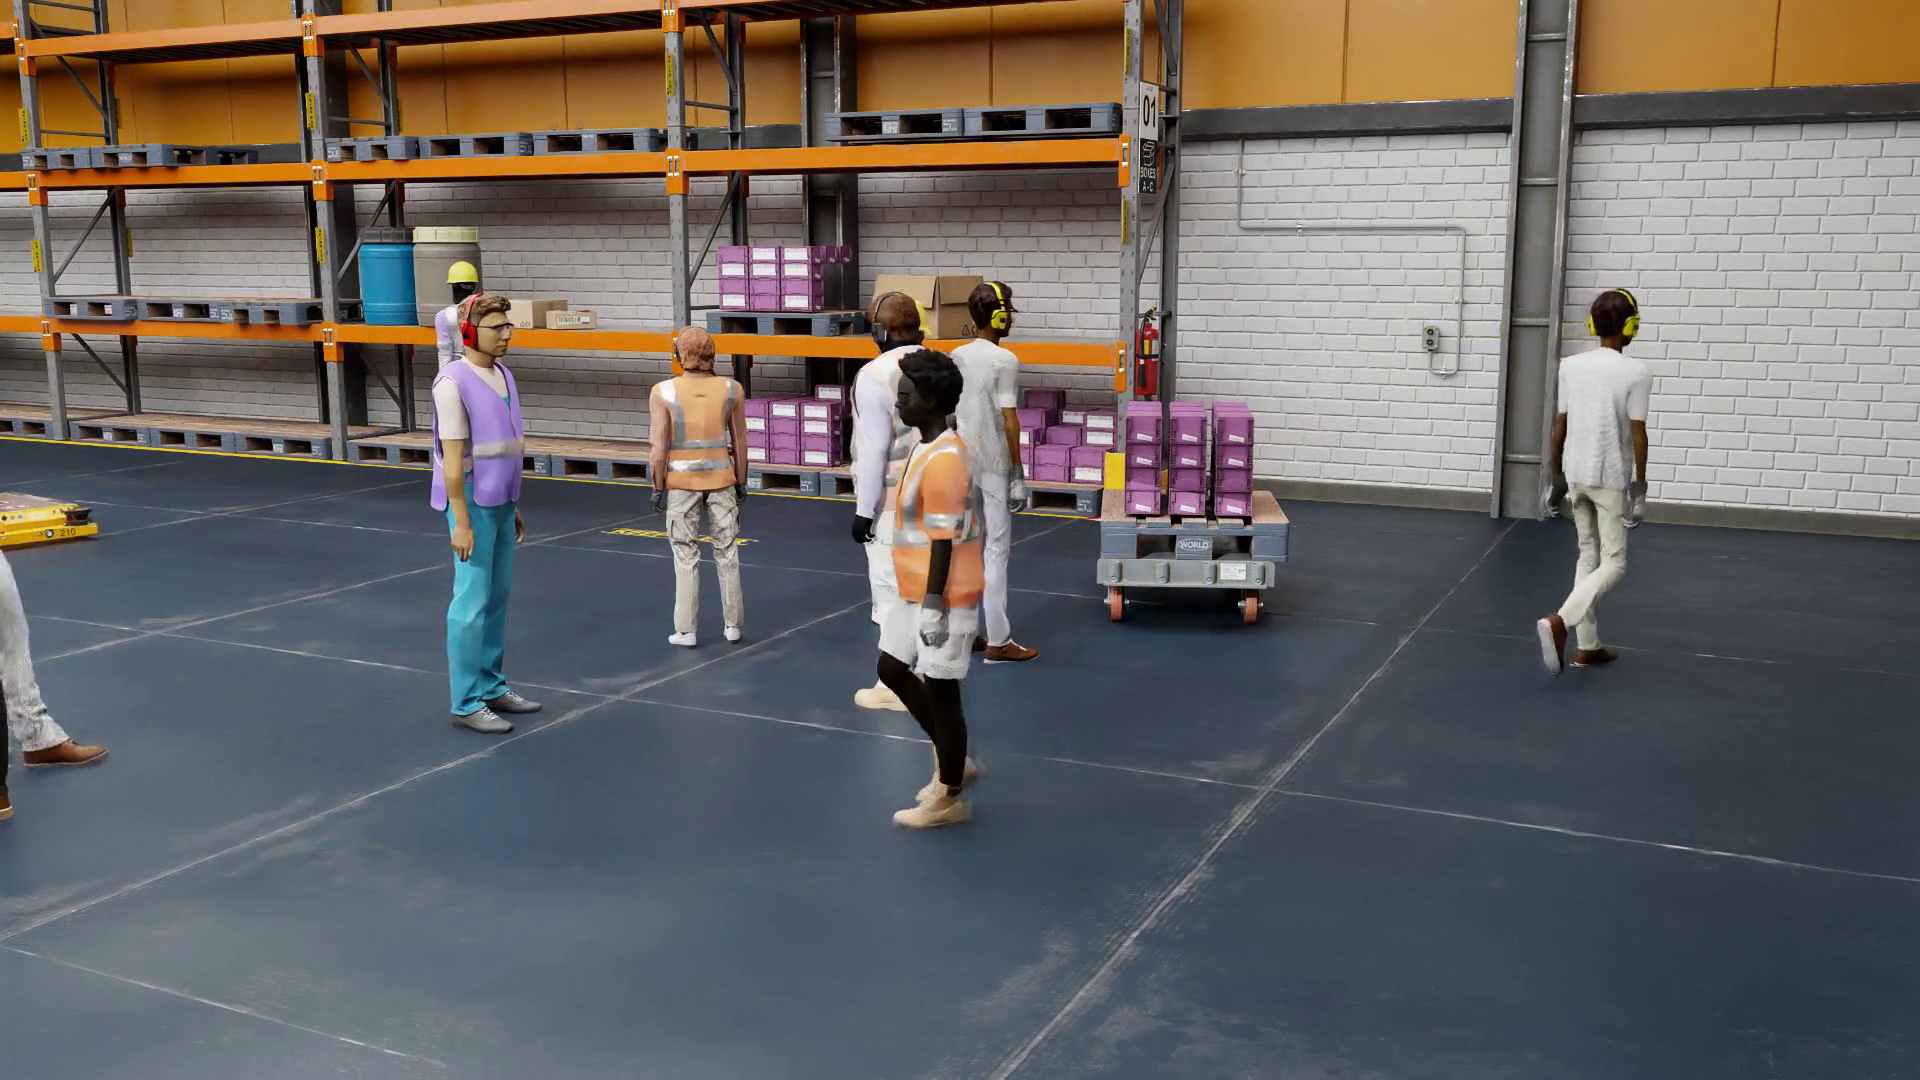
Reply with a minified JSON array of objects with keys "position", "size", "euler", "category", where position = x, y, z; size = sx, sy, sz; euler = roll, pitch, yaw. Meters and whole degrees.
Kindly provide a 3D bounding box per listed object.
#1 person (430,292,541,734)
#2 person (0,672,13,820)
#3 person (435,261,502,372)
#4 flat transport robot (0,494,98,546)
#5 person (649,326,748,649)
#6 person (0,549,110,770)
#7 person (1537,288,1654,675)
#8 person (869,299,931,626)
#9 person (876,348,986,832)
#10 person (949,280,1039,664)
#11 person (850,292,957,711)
[{"position":[-2.034,-0.119,7.054],"size":[0.373,1.843,0.569],"euler":[1,10,8],"category":"person"},{"position":[-3.507,0.055,5.628],"size":[0.378,1.995,0.609],"euler":[-1,10,-6],"category":"person"},{"position":[-3.888,-1.230,13.178],"size":[0.362,1.928,0.587],"euler":[7,12,37],"category":"person"},{"position":[-6.797,-0.162,11.805],"size":[1.431,0.197,0.652],"euler":[8,12,37],"category":"flat transport robot"},{"position":[-1.325,-0.264,8.470],"size":[0.523,1.638,0.311],"euler":[-5,11,-26],"category":"person"},{"position":[-3.879,0.008,6.221],"size":[1.014,1.895,0.646],"euler":[-3,10,-18],"category":"person"},{"position":[2.980,-0.261,7.886],"size":[0.698,1.853,0.524],"euler":[-7,12,-35],"category":"person"},{"position":[-0.304,-0.410,8.955],"size":[0.315,1.766,0.523],"euler":[6,11,30],"category":"person"},{"position":[-0.104,0.184,5.748],"size":[0.366,1.684,0.551],"euler":[-2,10,-9],"category":"person"},{"position":[0.138,-0.332,8.197],"size":[0.335,1.873,0.521],"euler":[-8,13,-38],"category":"person"},{"position":[-0.270,-0.170,7.361],"size":[0.430,1.840,0.626],"euler":[7,12,35],"category":"person"}]
